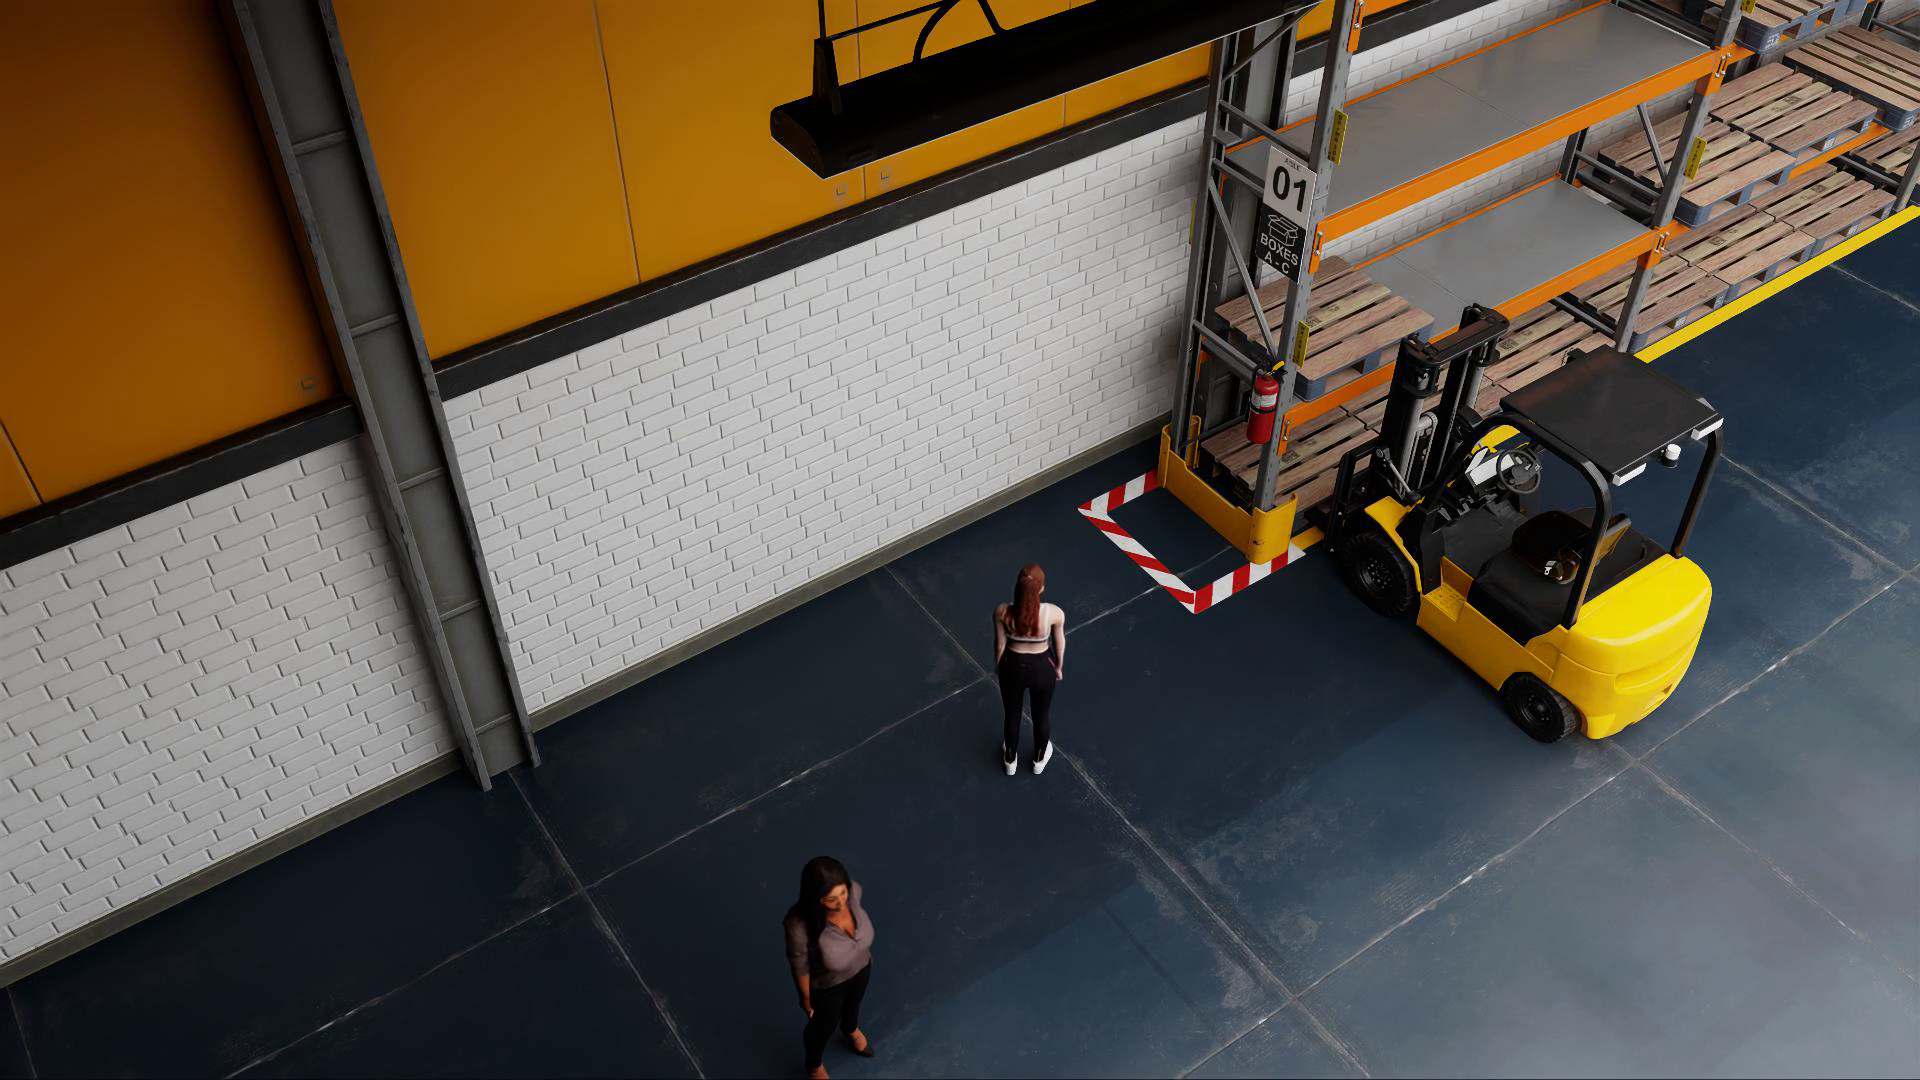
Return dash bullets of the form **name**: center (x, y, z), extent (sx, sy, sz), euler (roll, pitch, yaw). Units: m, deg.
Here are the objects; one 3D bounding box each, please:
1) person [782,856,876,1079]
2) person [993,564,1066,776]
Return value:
- **person**: center (-0.664, 2.221, 8.554), extent (0.761, 1.842, 0.619), euler (31, 52, 28)
- **person**: center (0.411, 0.804, 10.114), extent (0.651, 1.741, 0.728), euler (3, 44, 3)
